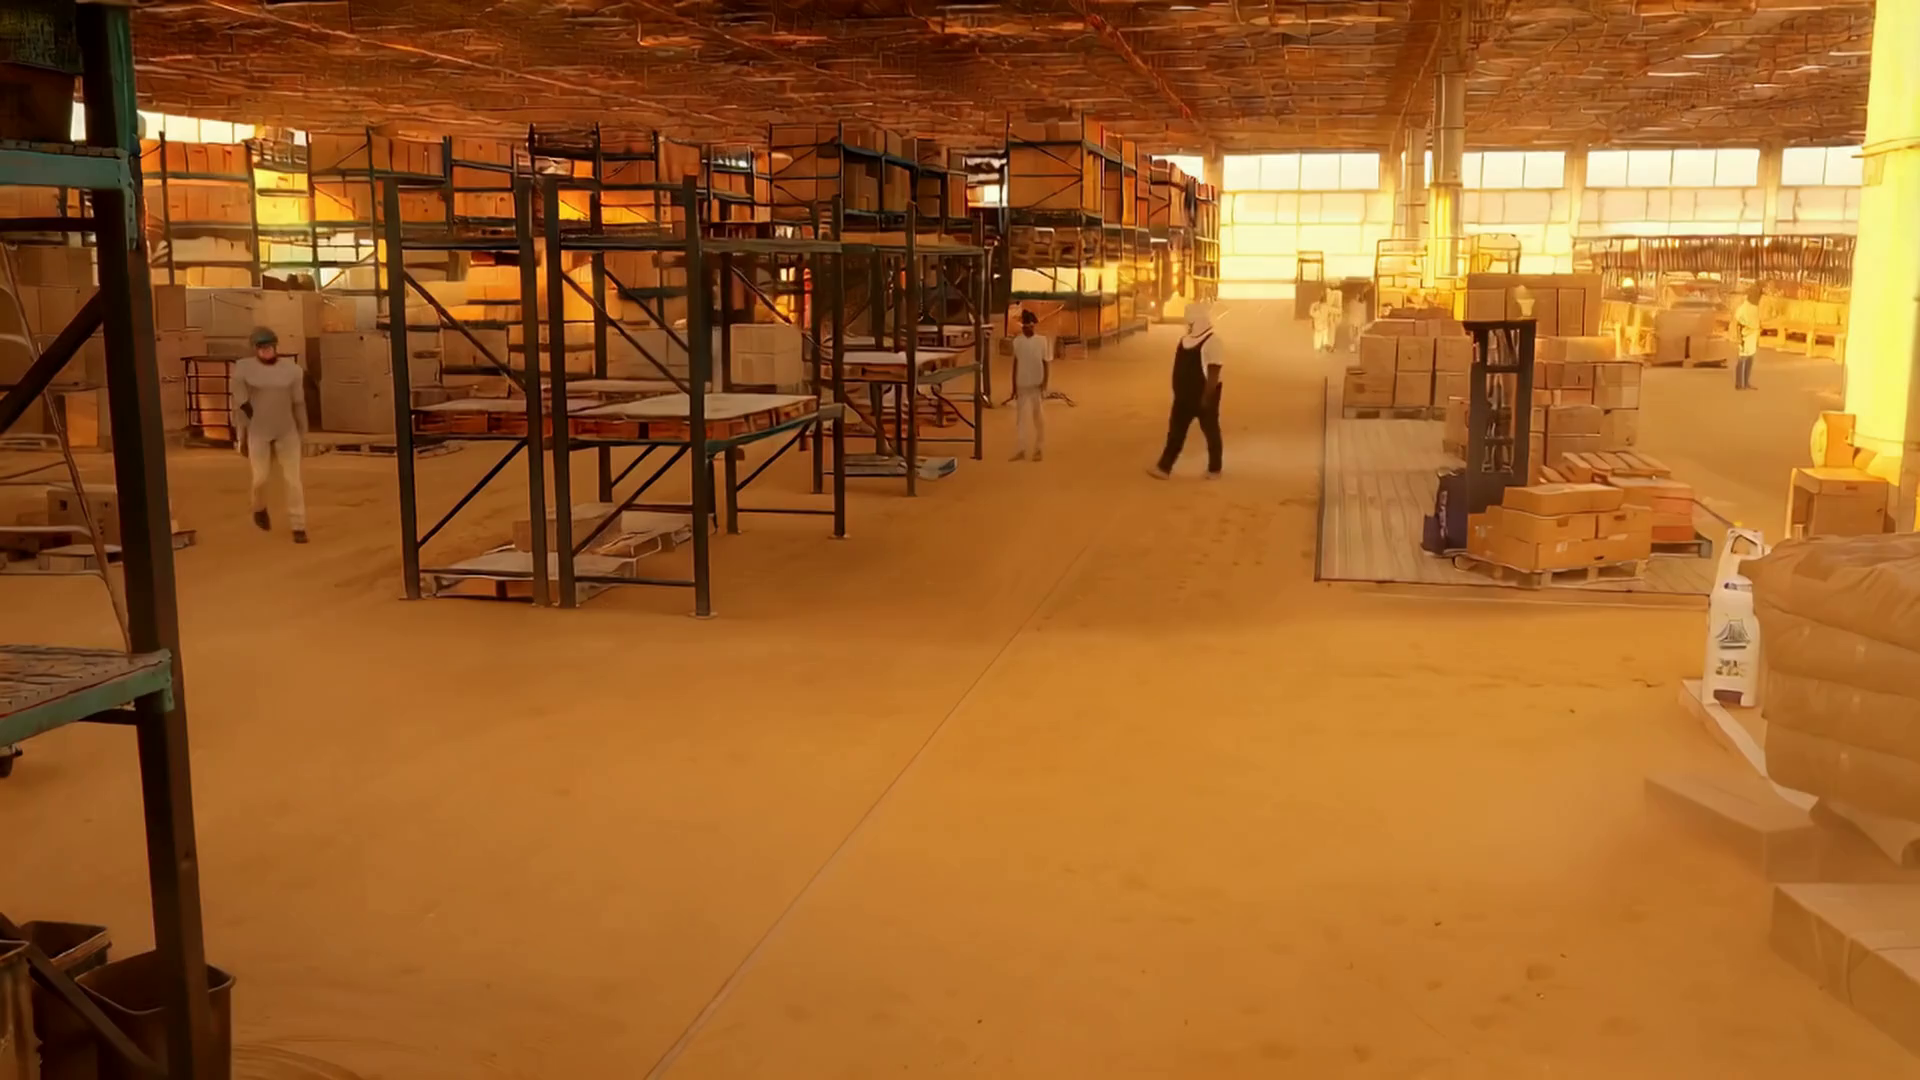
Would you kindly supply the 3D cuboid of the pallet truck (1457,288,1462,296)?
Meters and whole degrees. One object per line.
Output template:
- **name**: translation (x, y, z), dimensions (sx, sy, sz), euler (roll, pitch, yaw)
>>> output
- **pallet truck**: translation (20.506, -9.785, 68.819), dimensions (0.653, 1.274, 1.630), euler (2, 10, 12)

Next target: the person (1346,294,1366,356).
- **person**: translation (10.215, -5.546, 42.888), dimensions (0.507, 1.583, 0.859), euler (-3, 10, -15)

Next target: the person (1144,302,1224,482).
- **person**: translation (2.526, -1.630, 18.341), dimensions (1.002, 2.000, 0.703), euler (-6, 12, -33)

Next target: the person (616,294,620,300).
- **person**: translation (-8.440, -5.240, 40.932), dimensions (0.524, 1.631, 0.318), euler (0, 10, -1)

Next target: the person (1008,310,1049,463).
- **person**: translation (0.840, -1.875, 20.314), dimensions (0.521, 1.865, 0.319), euler (7, 12, 34)

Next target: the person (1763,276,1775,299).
- **person**: translation (34.595, -10.381, 70.934), dimensions (0.925, 1.791, 0.601), euler (2, 10, 12)

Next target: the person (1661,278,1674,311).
- **person**: translation (24.695, -8.227, 58.057), dimensions (0.403, 1.822, 0.600), euler (7, 12, 35)

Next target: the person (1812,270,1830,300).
- **person**: translation (38.799, -11.177, 74.999), dimensions (0.613, 2.003, 0.976), euler (0, 10, 3)

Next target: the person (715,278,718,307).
- **person**: translation (-7.547, -7.057, 50.805), dimensions (0.377, 1.932, 0.629), euler (-6, 11, -32)

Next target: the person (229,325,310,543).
- **person**: translation (-6.063, -0.939, 14.636), dimensions (0.653, 1.915, 0.705), euler (-5, 11, -29)

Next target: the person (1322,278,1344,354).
- **person**: translation (9.785, -5.896, 43.806), dimensions (0.606, 1.978, 1.011), euler (1, 10, 5)

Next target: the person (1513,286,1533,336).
- **person**: translation (12.780, -4.791, 37.575), dimensions (0.450, 1.874, 0.671), euler (8, 13, 41)

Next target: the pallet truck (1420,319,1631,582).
- **pallet truck**: translation (4.543, -0.757, 13.299), dimensions (0.823, 1.965, 1.885), euler (-4, 10, -22)

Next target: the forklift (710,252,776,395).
- **forklift**: translation (-3.938, -3.749, 28.406), dimensions (1.129, 2.768, 1.873), euler (2, 10, 12)

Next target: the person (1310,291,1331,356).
- **person**: translation (9.246, -5.592, 42.867), dimensions (0.531, 1.675, 0.643), euler (-1, 10, -7)

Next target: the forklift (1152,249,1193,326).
- **forklift**: translation (7.646, -9.320, 61.395), dimensions (1.873, 2.768, 1.129), euler (2, 10, 11)

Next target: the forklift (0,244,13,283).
- **forklift**: translation (-21.965, -5.359, 37.942), dimensions (1.873, 2.768, 1.129), euler (2, 10, 12)

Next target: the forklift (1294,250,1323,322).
- **forklift**: translation (13.778, -10.002, 65.433), dimensions (1.129, 2.768, 1.873), euler (2, 10, 12)

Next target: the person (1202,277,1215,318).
- **person**: translation (10.458, -10.211, 70.043), dimensions (0.549, 1.722, 0.878), euler (1, 10, 7)

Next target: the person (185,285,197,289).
- **person**: translation (-17.209, -4.825, 37.663), dimensions (0.784, 1.914, 0.561), euler (-7, 12, -36)

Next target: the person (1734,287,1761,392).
- **person**: translation (14.789, -3.761, 31.176), dimensions (0.613, 1.965, 0.361), euler (-7, 12, -35)

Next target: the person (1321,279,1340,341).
- **person**: translation (10.938, -6.767, 49.223), dimensions (0.645, 1.889, 0.576), euler (2, 10, 14)

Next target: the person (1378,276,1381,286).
- **person**: translation (21.048, -12.433, 83.564), dimensions (0.465, 1.612, 0.541), euler (6, 11, 30)

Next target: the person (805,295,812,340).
- **person**: translation (-3.661, -5.349, 41.630), dimensions (0.700, 1.602, 0.561), euler (-3, 10, -20)
